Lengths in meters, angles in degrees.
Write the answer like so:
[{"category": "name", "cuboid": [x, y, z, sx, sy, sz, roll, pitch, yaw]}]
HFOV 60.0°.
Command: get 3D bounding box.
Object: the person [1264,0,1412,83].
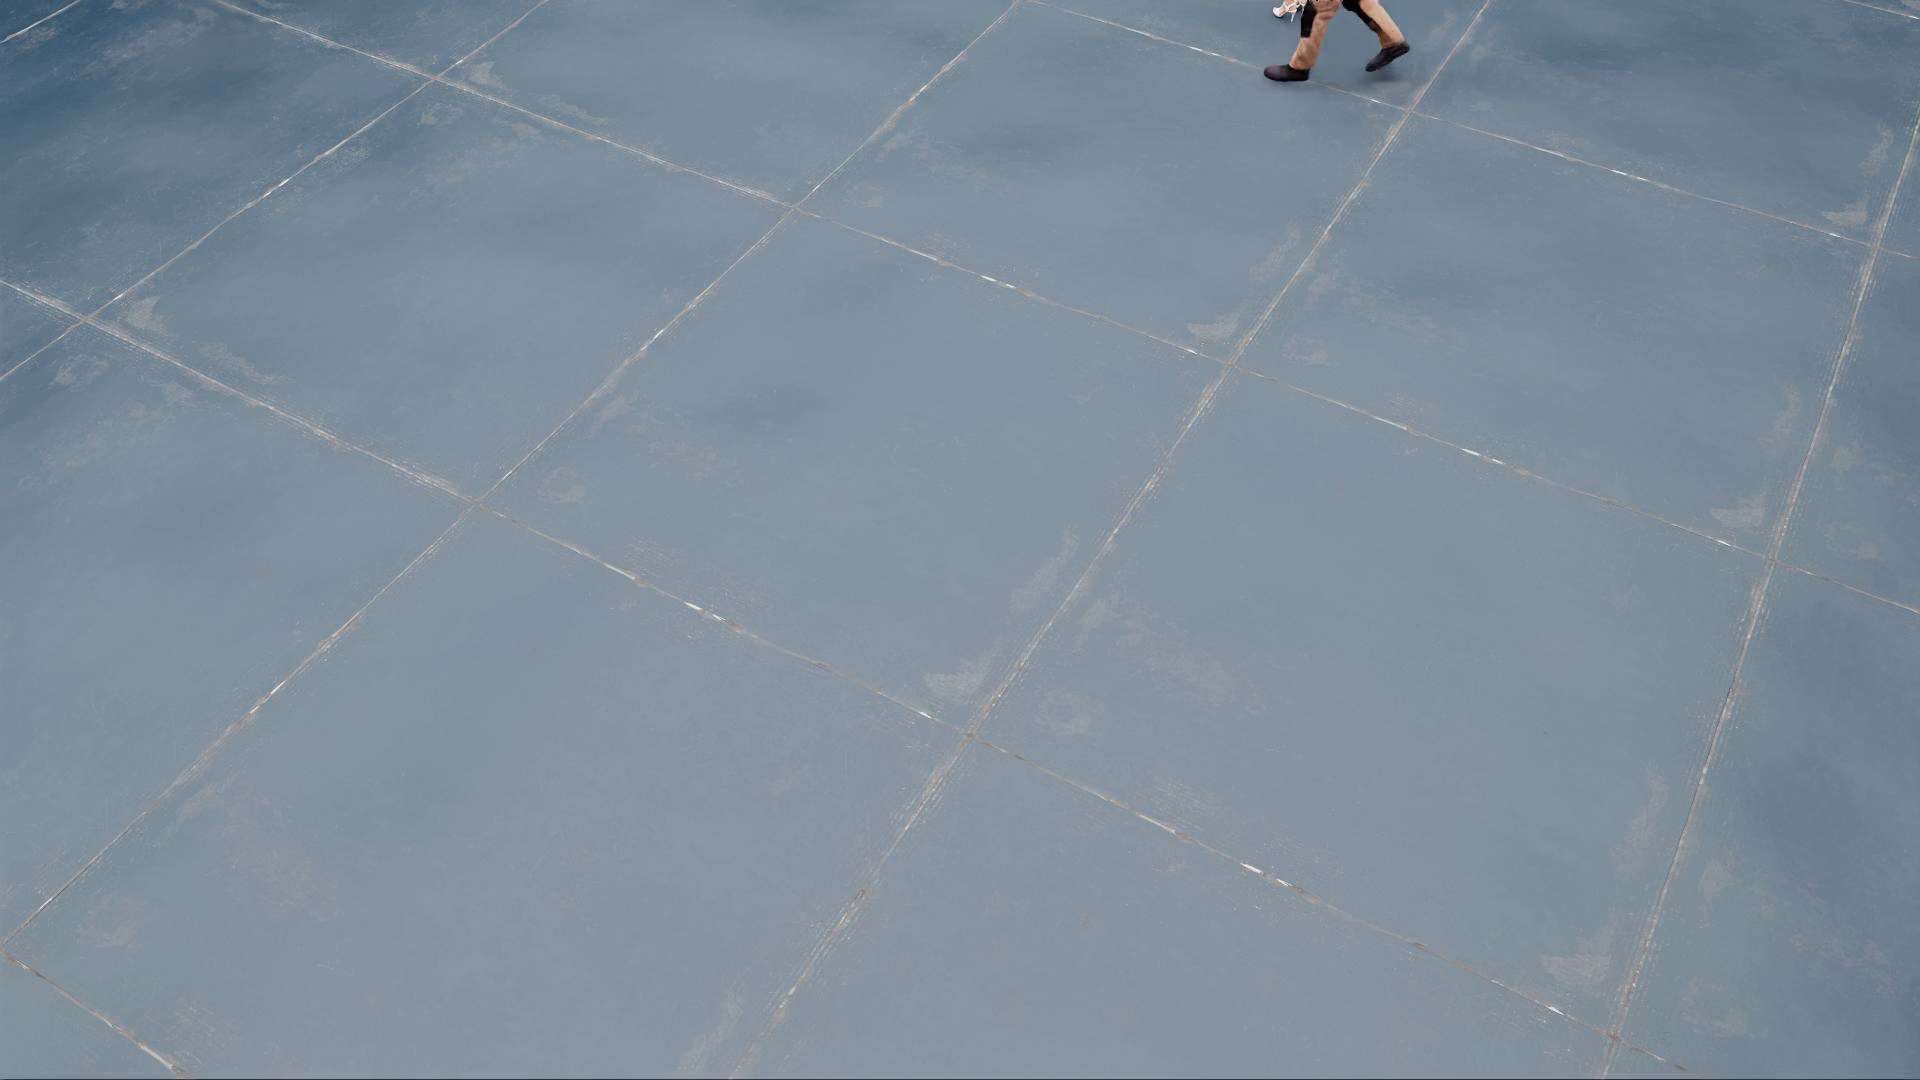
[{"category": "person", "cuboid": [2.637, -3.841, 10.832, 1.328, 1.889, 1.096, 1, 47, 0]}]
